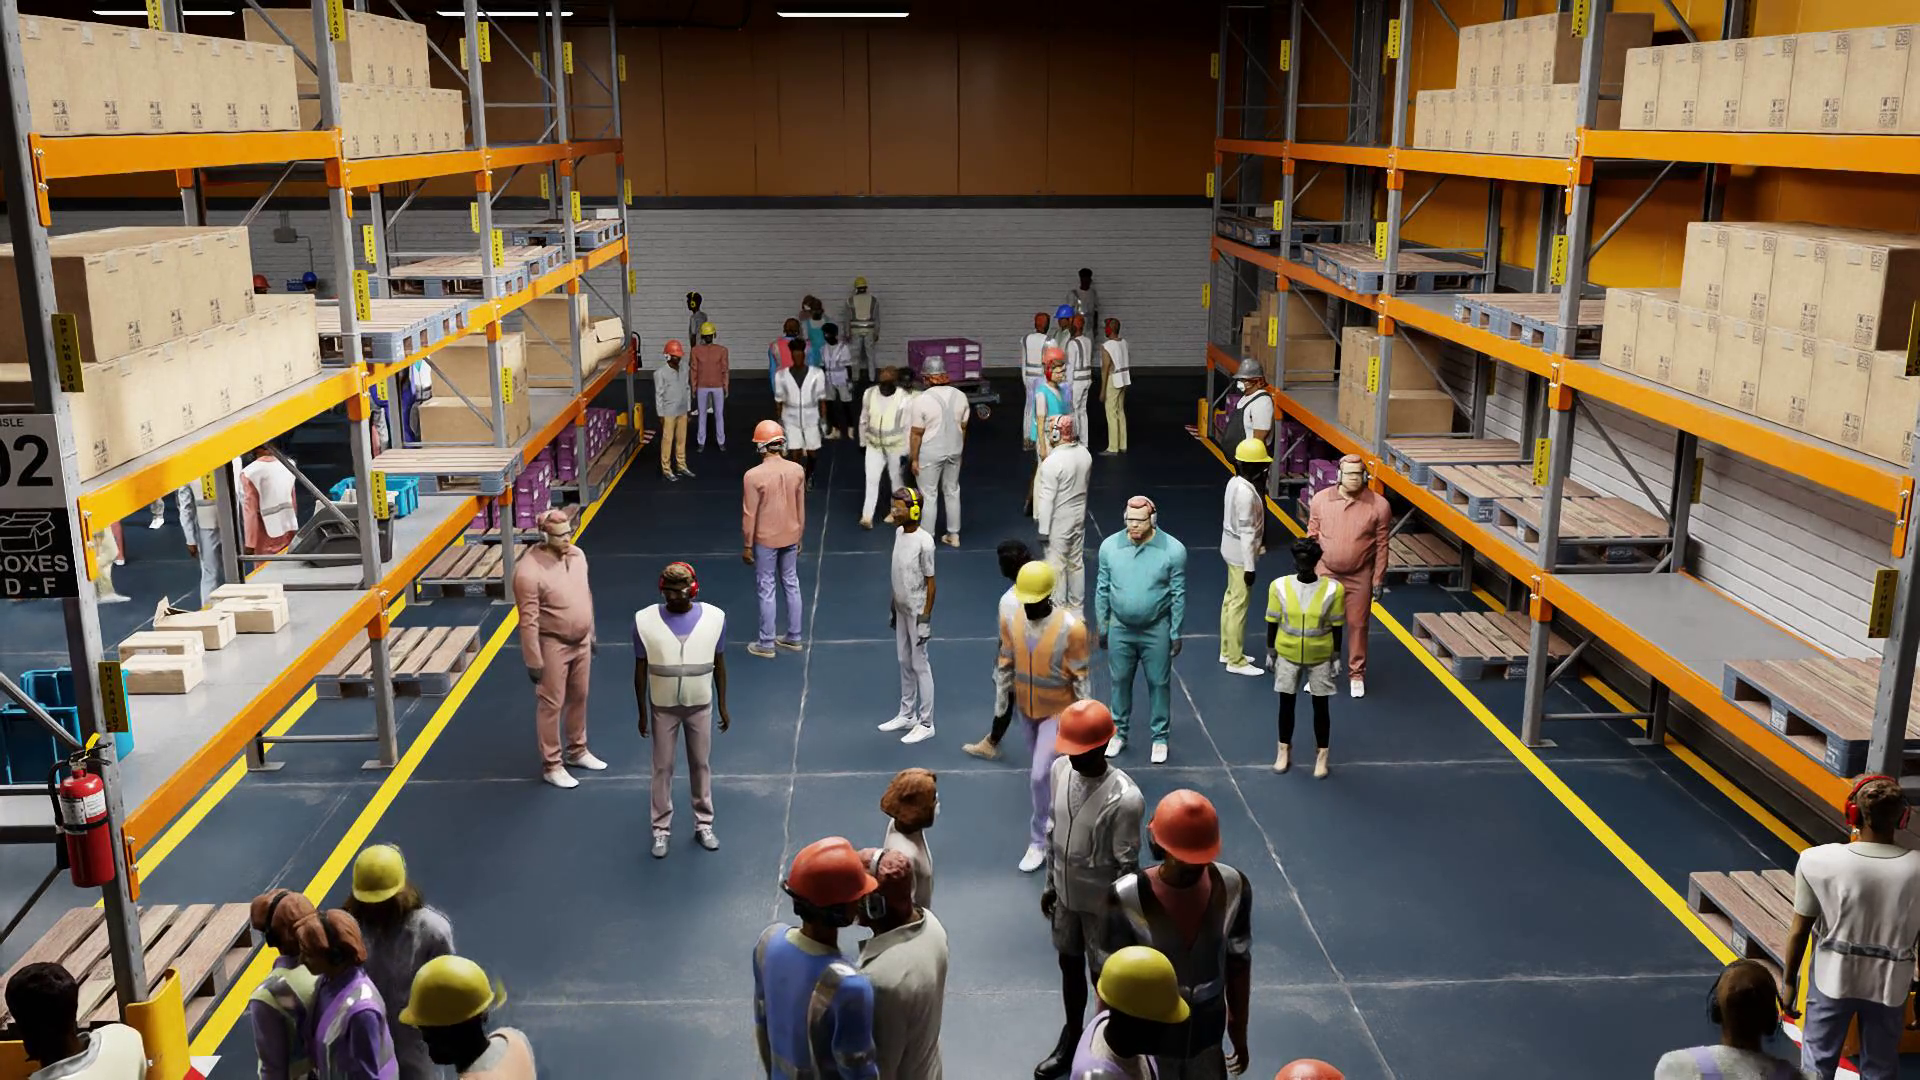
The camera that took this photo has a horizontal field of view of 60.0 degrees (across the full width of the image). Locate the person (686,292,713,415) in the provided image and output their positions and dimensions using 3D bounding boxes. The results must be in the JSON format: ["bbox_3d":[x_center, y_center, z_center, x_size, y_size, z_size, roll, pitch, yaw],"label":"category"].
[{"bbox_3d":[-3.948,-2.807,25.112,0.326,1.861,0.499,3,15,12],"label":"person"}]

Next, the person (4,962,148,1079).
[{"bbox_3d":[-2.735,2.217,5.266,0.399,1.916,0.590,1,14,4],"label":"person"}]

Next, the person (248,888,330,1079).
[{"bbox_3d":[-2.472,2.090,6.314,0.310,1.638,0.523,3,15,13],"label":"person"}]

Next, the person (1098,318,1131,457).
[{"bbox_3d":[2.061,-2.024,22.088,0.396,1.836,0.566,10,18,36],"label":"person"}]

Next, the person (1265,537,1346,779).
[{"bbox_3d":[2.340,0.788,11.335,0.539,1.686,0.319,5,15,17],"label":"person"}]

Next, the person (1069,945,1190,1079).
[{"bbox_3d":[0.522,2.185,5.399,0.392,1.915,0.592,3,15,10],"label":"person"}]

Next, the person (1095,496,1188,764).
[{"bbox_3d":[1.244,0.617,11.588,0.645,1.900,0.399,5,15,18],"label":"person"}]

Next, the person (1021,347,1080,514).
[{"bbox_3d":[1.001,-1.243,18.920,0.990,1.894,0.540,-12,19,-39],"label":"person"}]

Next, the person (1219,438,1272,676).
[{"bbox_3d":[2.305,0.132,13.447,0.383,1.917,0.584,0,14,-1],"label":"person"}]

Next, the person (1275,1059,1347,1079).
[{"bbox_3d":[0.925,2.335,4.648,0.612,1.991,0.392,0,14,0],"label":"person"}]

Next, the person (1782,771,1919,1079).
[{"bbox_3d":[3.692,1.855,6.852,0.560,1.836,0.394,5,15,18],"label":"person"}]

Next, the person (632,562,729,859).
[{"bbox_3d":[-1.694,1.013,10.144,0.563,1.839,0.393,-4,15,-17],"label":"person"}]

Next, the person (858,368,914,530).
[{"bbox_3d":[-0.842,-0.989,18.134,0.692,1.776,0.967,4,15,14],"label":"person"}]

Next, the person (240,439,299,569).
[{"bbox_3d":[-5.853,-0.050,14.187,0.396,1.908,0.599,4,15,16],"label":"person"}]

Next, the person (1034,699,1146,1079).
[{"bbox_3d":[0.573,1.627,7.572,0.390,1.926,0.550,-12,18,-38],"label":"person"}]

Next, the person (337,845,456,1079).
[{"bbox_3d":[-2.224,1.982,6.569,0.520,1.724,0.405,0,14,-1],"label":"person"}]

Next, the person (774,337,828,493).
[{"bbox_3d":[-1.857,-1.409,19.414,0.623,1.952,0.545,-1,14,-6],"label":"person"}]

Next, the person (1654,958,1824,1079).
[{"bbox_3d":[2.547,2.214,5.511,0.539,1.795,0.934,6,16,23],"label":"person"}]

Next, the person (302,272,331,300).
[{"bbox_3d":[-10.670,-3.464,27.544,0.422,1.933,0.617,8,17,30],"label":"person"}]

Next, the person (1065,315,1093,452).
[{"bbox_3d":[1.564,-2.052,22.108,0.357,1.879,0.586,8,16,29],"label":"person"}]

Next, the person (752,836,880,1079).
[{"bbox_3d":[-0.467,2.003,5.850,0.397,2.043,0.609,-12,19,-39],"label":"person"}]

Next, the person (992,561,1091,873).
[{"bbox_3d":[0.453,1.036,9.945,0.637,1.885,0.715,12,18,38],"label":"person"}]

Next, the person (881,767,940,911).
[{"bbox_3d":[-0.234,1.793,7.516,0.288,1.625,0.497,0,14,1],"label":"person"}]

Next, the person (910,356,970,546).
[{"bbox_3d":[-0.264,-0.918,17.322,0.681,2.000,0.535,-10,17,-33],"label":"person"}]

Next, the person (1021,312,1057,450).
[{"bbox_3d":[1.068,-2.112,22.332,0.575,1.882,0.338,10,18,35],"label":"person"}]

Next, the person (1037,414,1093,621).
[{"bbox_3d":[0.887,-0.164,14.647,0.399,1.902,0.643,11,18,37],"label":"person"}]

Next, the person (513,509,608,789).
[{"bbox_3d":[-2.673,0.715,11.197,0.406,1.900,0.654,7,16,25],"label":"person"}]

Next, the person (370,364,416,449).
[{"bbox_3d":[-7.006,-1.748,20.579,0.535,2.000,0.683,-3,15,-13],"label":"person"}]

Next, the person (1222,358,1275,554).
[{"bbox_3d":[2.968,-0.880,17.172,0.536,2.000,0.683,-1,14,-3],"label":"person"}]

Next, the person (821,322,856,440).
[{"bbox_3d":[-1.663,-2.206,23.137,0.556,1.663,0.459,10,18,35],"label":"person"}]

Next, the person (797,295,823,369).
[{"bbox_3d":[-2.431,-3.257,27.421,0.510,1.588,0.851,12,19,40],"label":"person"}]

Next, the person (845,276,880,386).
[{"bbox_3d":[-1.639,-3.498,27.896,0.591,1.827,0.403,-2,14,-8],"label":"person"}]

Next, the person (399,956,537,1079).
[{"bbox_3d":[-1.548,2.211,5.317,0.681,1.898,0.627,1,14,4],"label":"person"}]

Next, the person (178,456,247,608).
[{"bbox_3d":[-6.419,-0.091,14.352,0.391,1.905,0.599,10,17,34],"label":"person"}]

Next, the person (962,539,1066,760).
[{"bbox_3d":[0.451,0.803,11.359,0.897,1.645,0.538,6,15,21],"label":"person"}]

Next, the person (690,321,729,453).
[{"bbox_3d":[-3.350,-2.046,22.301,0.525,1.769,0.313,-2,14,-9],"label":"person"}]

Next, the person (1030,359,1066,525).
[{"bbox_3d":[0.968,-1.088,18.380,0.373,1.843,0.569,6,15,21],"label":"person"}]

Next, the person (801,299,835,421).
[{"bbox_3d":[-2.071,-2.702,24.779,0.574,1.814,0.627,-1,14,-4],"label":"person"}]

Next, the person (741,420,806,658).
[{"bbox_3d":[-1.561,-0.015,13.897,0.614,1.987,0.408,-13,20,-42],"label":"person"}]

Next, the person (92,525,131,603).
[{"bbox_3d":[-7.928,-0.188,15.276,0.396,1.617,0.525,-4,15,-16],"label":"person"}]

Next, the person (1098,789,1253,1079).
[{"bbox_3d":[0.825,1.891,6.324,0.611,2.032,0.411,-4,15,-14],"label":"person"}]

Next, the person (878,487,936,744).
[{"bbox_3d":[-0.365,0.532,11.973,0.328,1.872,0.515,-9,17,-31],"label":"person"}]

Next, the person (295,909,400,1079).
[{"bbox_3d":[-2.243,2.126,6.195,0.313,1.628,0.527,-10,18,-35],"label":"person"}]

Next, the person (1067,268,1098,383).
[{"bbox_3d":[2.079,-3.602,28.024,0.610,1.959,0.376,-8,16,-30],"label":"person"}]

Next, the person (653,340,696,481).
[{"bbox_3d":[-3.532,-1.614,20.649,0.353,1.743,0.568,10,17,34],"label":"person"}]

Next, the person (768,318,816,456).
[{"bbox_3d":[-2.208,-2.023,22.060,0.627,1.844,0.429,0,14,1],"label":"person"}]

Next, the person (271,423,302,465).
[{"bbox_3d":[-8.724,-1.906,21.362,0.653,1.956,0.597,7,16,25],"label":"person"}]

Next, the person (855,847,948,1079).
[{"bbox_3d":[-0.263,2.020,6.087,0.402,1.896,0.652,3,15,12],"label":"person"}]

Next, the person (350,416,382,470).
[{"bbox_3d":[-7.561,-1.868,21.173,0.615,1.984,0.408,4,15,16],"label":"person"}]

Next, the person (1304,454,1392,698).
[{"bbox_3d":[2.978,0.275,12.897,0.646,1.913,0.409,5,15,20],"label":"person"}]
